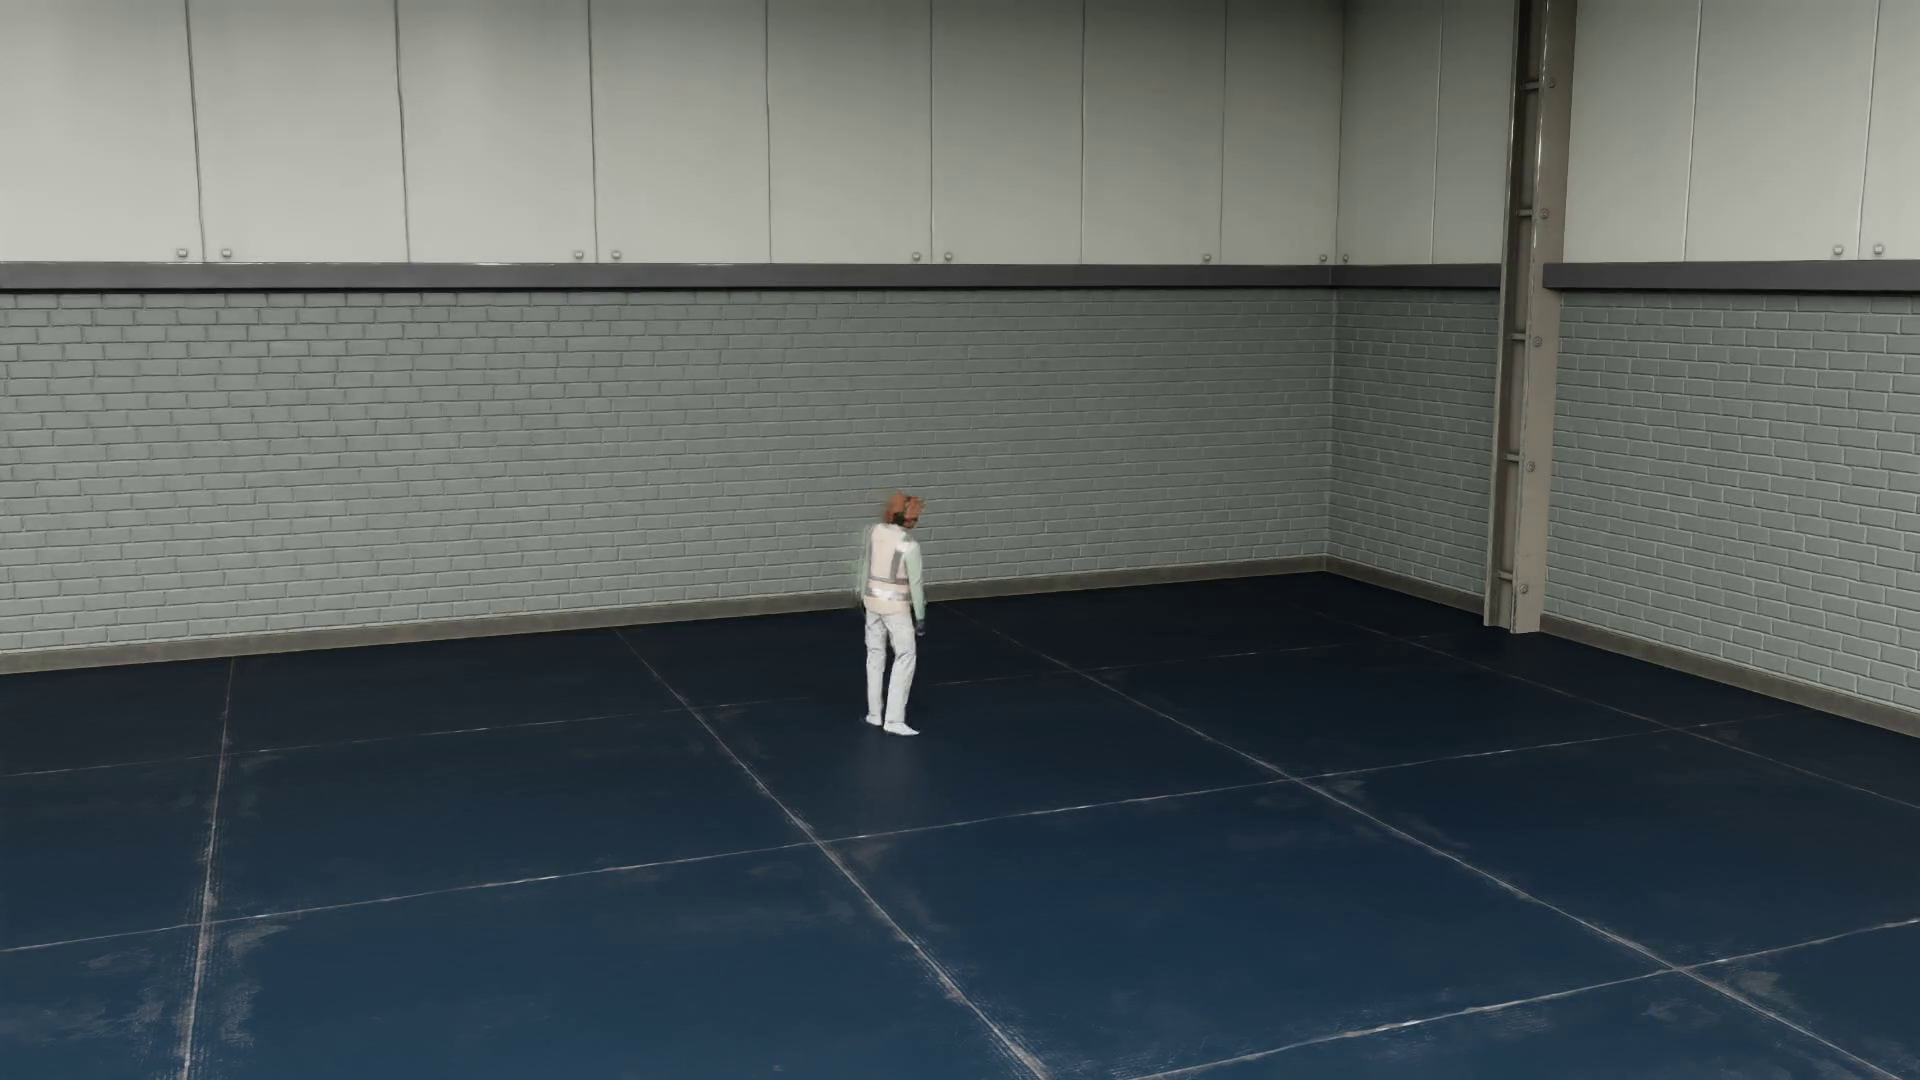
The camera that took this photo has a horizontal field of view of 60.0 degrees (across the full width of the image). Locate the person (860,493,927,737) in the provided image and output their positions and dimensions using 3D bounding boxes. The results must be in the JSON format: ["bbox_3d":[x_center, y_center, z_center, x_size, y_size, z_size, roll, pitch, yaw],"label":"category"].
[{"bbox_3d":[-0.466,0.479,11.060,0.325,1.613,0.610,-9,13,-44],"label":"person"}]
